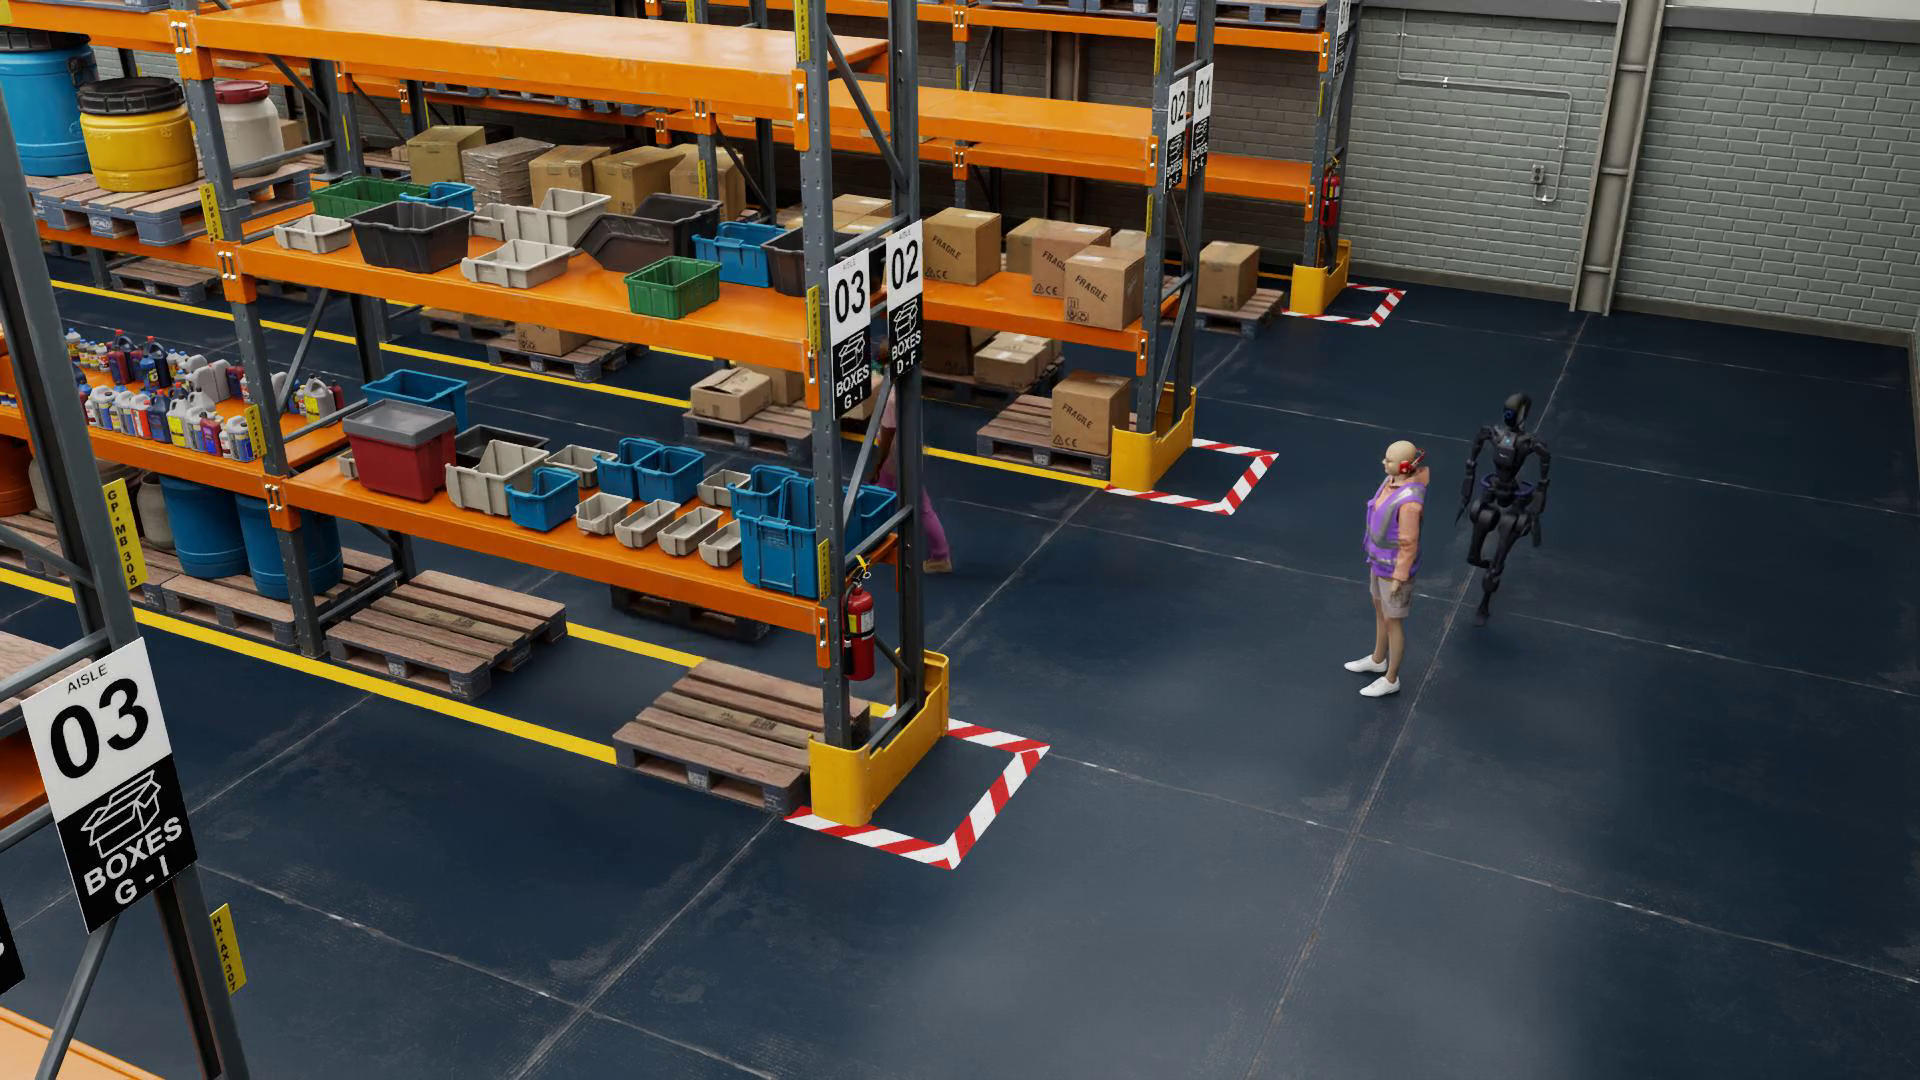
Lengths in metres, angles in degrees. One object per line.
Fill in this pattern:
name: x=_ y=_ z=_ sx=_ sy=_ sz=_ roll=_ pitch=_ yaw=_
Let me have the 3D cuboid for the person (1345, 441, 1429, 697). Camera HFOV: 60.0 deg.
person: x=2.679 y=0.173 z=10.345 sx=0.346 sy=1.692 sz=0.497 roll=-2 pitch=26 yaw=-3

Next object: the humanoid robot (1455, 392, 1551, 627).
humanoid robot: x=3.693 y=-0.248 z=11.240 sx=0.608 sy=1.640 sz=0.605 roll=19 pitch=32 yaw=33

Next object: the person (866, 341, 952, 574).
person: x=-0.495 y=-0.573 z=11.785 sx=0.962 sy=1.738 sz=0.542 roll=2 pitch=26 yaw=5
